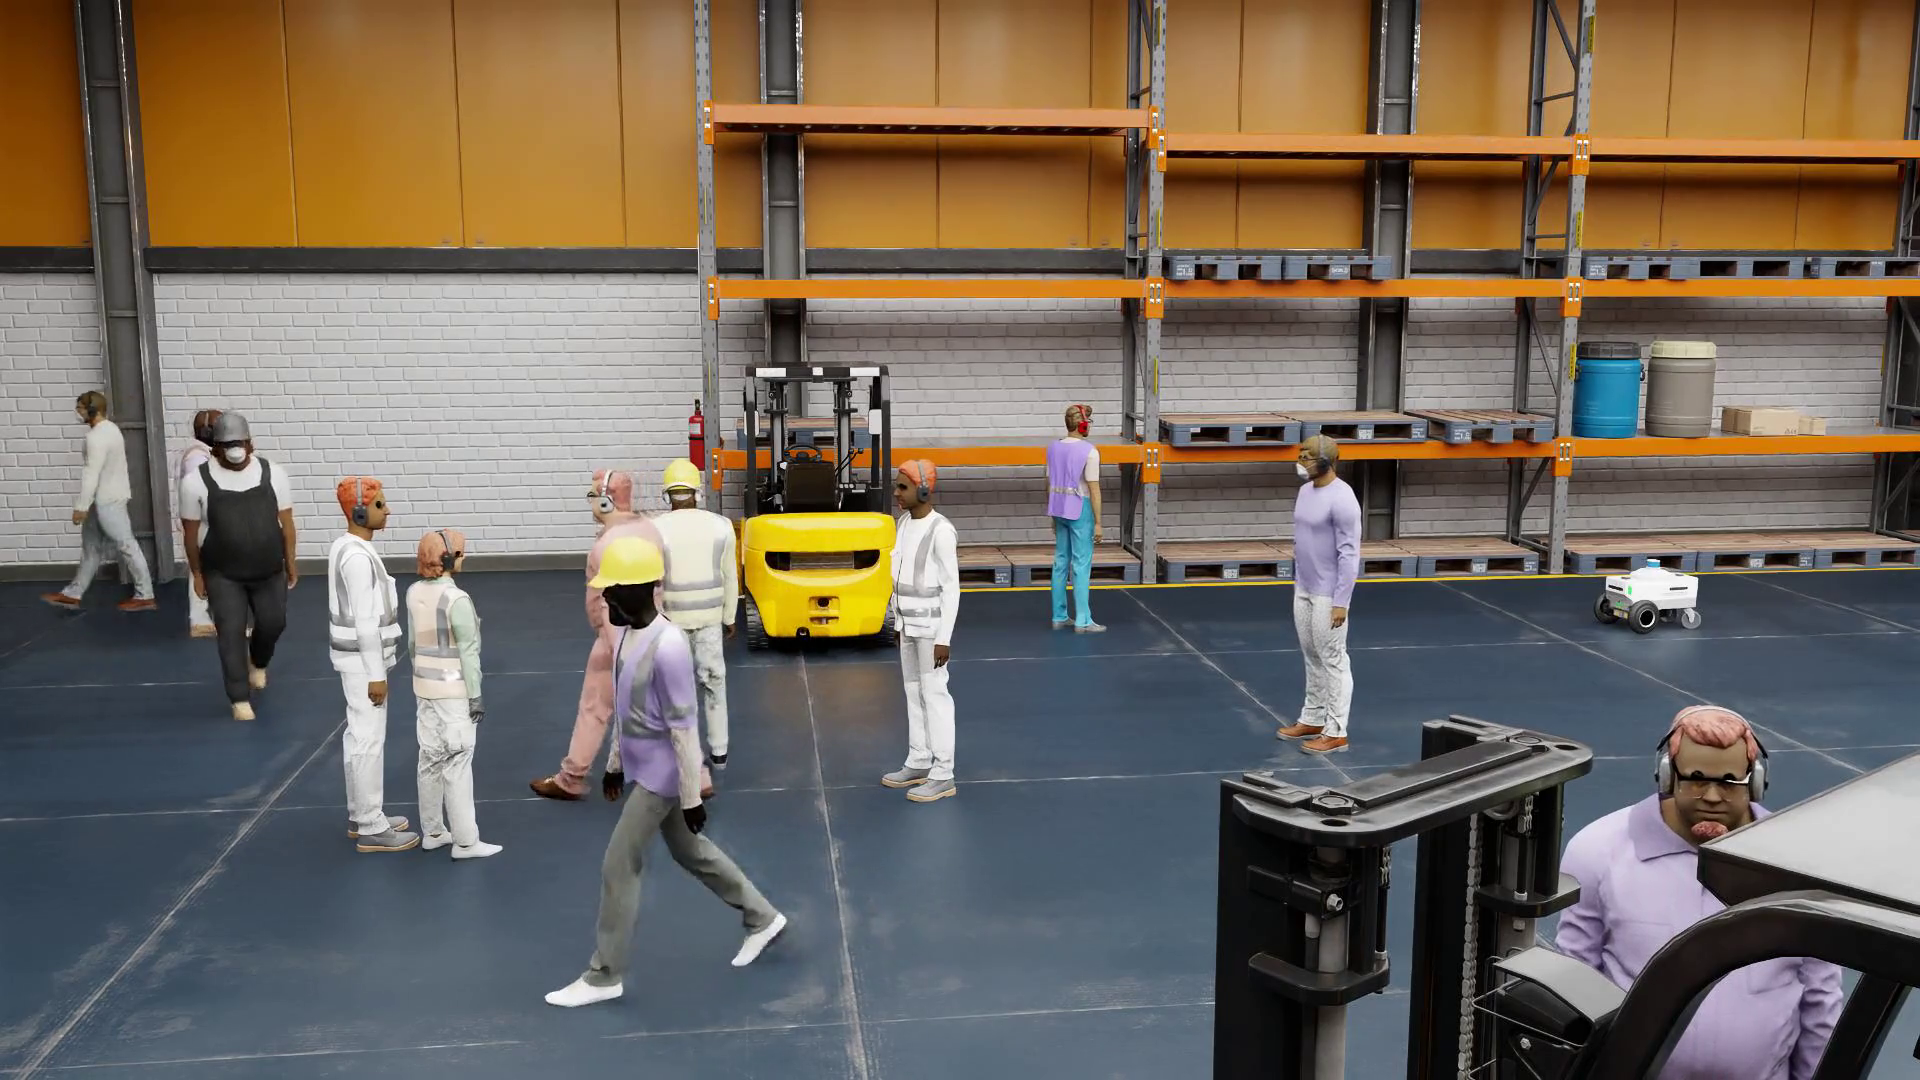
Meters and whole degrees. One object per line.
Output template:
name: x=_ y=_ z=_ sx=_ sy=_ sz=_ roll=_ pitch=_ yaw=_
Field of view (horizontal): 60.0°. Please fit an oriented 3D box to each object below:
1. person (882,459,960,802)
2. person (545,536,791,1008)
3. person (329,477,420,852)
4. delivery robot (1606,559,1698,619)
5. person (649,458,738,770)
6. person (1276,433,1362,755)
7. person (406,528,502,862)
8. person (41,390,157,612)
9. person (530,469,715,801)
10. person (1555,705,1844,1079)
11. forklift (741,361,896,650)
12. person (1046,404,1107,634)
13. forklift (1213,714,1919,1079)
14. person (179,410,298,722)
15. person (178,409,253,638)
person: x=-0.207 y=0.489 z=9.153 sx=0.337 sy=1.882 sz=0.585 roll=-5 pitch=10 yaw=-28
person: x=-1.159 y=0.893 z=6.686 sx=0.997 sy=1.881 sz=0.595 roll=-4 pitch=10 yaw=-22
person: x=-2.971 y=0.619 z=8.350 sx=0.351 sy=1.883 sz=0.577 roll=-5 pitch=10 yaw=-26
delivery robot: x=5.638 y=0.401 z=13.549 sx=0.707 sy=0.478 sz=0.477 roll=-3 pitch=9 yaw=-16
person: x=-1.577 y=0.444 z=9.606 sx=0.596 sy=1.828 sz=0.403 roll=-4 pitch=10 yaw=-23
person: x=2.183 y=0.322 z=10.035 sx=0.369 sy=1.936 sz=0.630 roll=-2 pitch=9 yaw=-13
person: x=-2.531 y=0.762 z=8.211 sx=0.514 sy=1.642 sz=0.310 roll=7 pitch=12 yaw=39
person: x=-7.359 y=-0.309 z=14.084 sx=0.969 sy=1.893 sz=0.654 roll=-3 pitch=10 yaw=-19
person: x=-1.814 y=0.532 z=9.007 sx=1.032 sy=1.849 sz=0.646 roll=3 pitch=10 yaw=18
person: x=1.728 y=1.318 z=3.946 sx=0.644 sy=1.903 sz=0.401 roll=3 pitch=9 yaw=16
forklift: x=-1.154 y=-0.340 z=13.365 sx=1.214 sy=2.155 sz=2.313 roll=-1 pitch=9 yaw=-7
person: x=0.915 y=-0.166 z=13.359 sx=0.385 sy=1.845 sz=0.569 roll=-8 pitch=12 yaw=-41
forklift: x=1.441 y=1.425 z=2.350 sx=1.214 sy=2.155 sz=2.313 roll=-7 pitch=12 yaw=-39
person: x=-4.753 y=0.119 z=10.981 sx=0.689 sy=2.000 sz=0.781 roll=-6 pitch=11 yaw=-34
person: x=-5.859 y=-0.121 z=13.161 sx=0.636 sy=1.819 sz=0.643 roll=-4 pitch=10 yaw=-23
